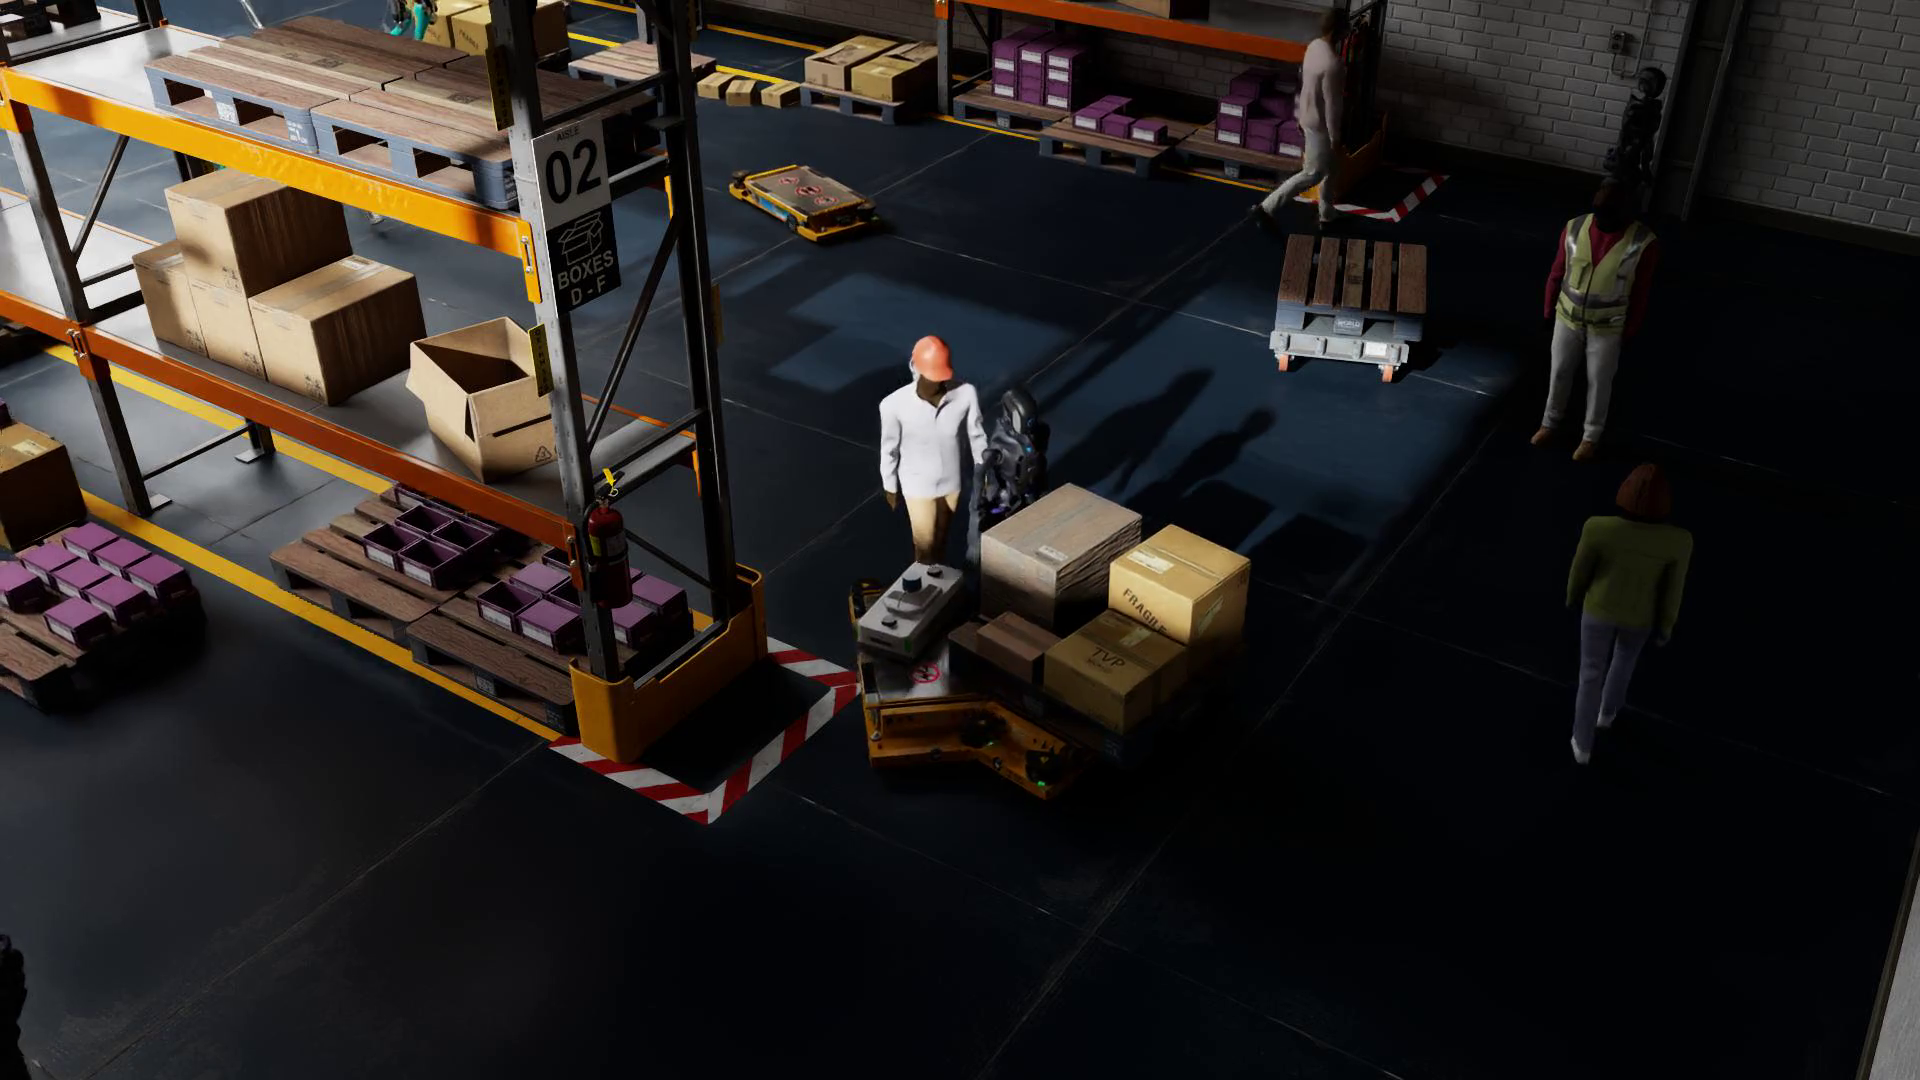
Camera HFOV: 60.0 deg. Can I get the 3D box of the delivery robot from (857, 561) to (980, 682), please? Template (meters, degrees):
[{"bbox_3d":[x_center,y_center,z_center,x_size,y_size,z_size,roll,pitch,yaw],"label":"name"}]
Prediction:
[{"bbox_3d":[-0.249,0.427,8.953,0.499,0.592,0.791,15,36,22],"label":"delivery robot"}]

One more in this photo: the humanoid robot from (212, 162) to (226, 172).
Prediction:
[{"bbox_3d":[-5.301,-2.300,12.096,0.753,1.822,0.532,15,36,22],"label":"humanoid robot"}]

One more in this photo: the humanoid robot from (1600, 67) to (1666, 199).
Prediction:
[{"bbox_3d":[5.209,-2.861,12.967,0.599,1.657,0.315,-27,42,-35],"label":"humanoid robot"}]

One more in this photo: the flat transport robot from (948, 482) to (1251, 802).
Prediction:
[{"bbox_3d":[0.665,0.802,8.640,0.659,0.231,1.431,27,42,35],"label":"flat transport robot"}]

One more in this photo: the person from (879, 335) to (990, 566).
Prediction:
[{"bbox_3d":[-0.114,-0.315,9.029,0.580,1.714,0.765,-12,35,-18],"label":"person"}]

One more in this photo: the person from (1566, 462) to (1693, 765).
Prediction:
[{"bbox_3d":[3.221,0.313,8.142,0.511,1.609,0.672,11,35,16],"label":"person"}]

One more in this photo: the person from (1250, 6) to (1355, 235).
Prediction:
[{"bbox_3d":[2.888,-3.401,13.600,0.864,1.908,0.629,0,33,0],"label":"person"}]

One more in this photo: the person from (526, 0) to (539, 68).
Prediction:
[{"bbox_3d":[-3.930,-4.287,14.922,0.419,1.951,0.490,4,33,6],"label":"person"}]

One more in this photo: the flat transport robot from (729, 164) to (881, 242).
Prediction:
[{"bbox_3d":[-1.357,-2.944,14.397,0.659,0.231,1.431,-22,39,-30],"label":"flat transport robot"}]

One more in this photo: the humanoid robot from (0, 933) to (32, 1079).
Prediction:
[{"bbox_3d":[-3.529,1.675,6.040,0.498,1.644,0.590,-9,34,-14],"label":"humanoid robot"}]

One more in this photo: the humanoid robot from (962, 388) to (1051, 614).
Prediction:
[{"bbox_3d":[0.241,-0.118,8.774,0.609,1.632,0.451,-29,43,-36],"label":"humanoid robot"}]

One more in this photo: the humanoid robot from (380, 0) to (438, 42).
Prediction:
[{"bbox_3d":[-5.624,-5.336,16.833,0.738,1.899,0.554,24,40,32],"label":"humanoid robot"}]

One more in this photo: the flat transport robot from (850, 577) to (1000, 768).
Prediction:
[{"bbox_3d":[-0.212,0.665,8.851,0.659,0.231,1.431,-4,33,-6],"label":"flat transport robot"}]

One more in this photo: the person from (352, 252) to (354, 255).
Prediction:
[{"bbox_3d":[-4.805,-2.533,12.343,0.378,1.833,0.568,9,34,14],"label":"person"}]

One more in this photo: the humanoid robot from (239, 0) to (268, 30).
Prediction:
[{"bbox_3d":[-8.087,-6.577,18.740,0.718,1.901,0.542,28,43,36],"label":"humanoid robot"}]

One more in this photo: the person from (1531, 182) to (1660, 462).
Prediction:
[{"bbox_3d":[4.014,-1.400,10.595,0.638,1.831,0.430,24,40,32],"label":"person"}]

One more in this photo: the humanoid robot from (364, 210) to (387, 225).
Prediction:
[{"bbox_3d":[-5.118,-3.471,13.863,0.539,1.726,1.014,-24,40,-32],"label":"humanoid robot"}]
